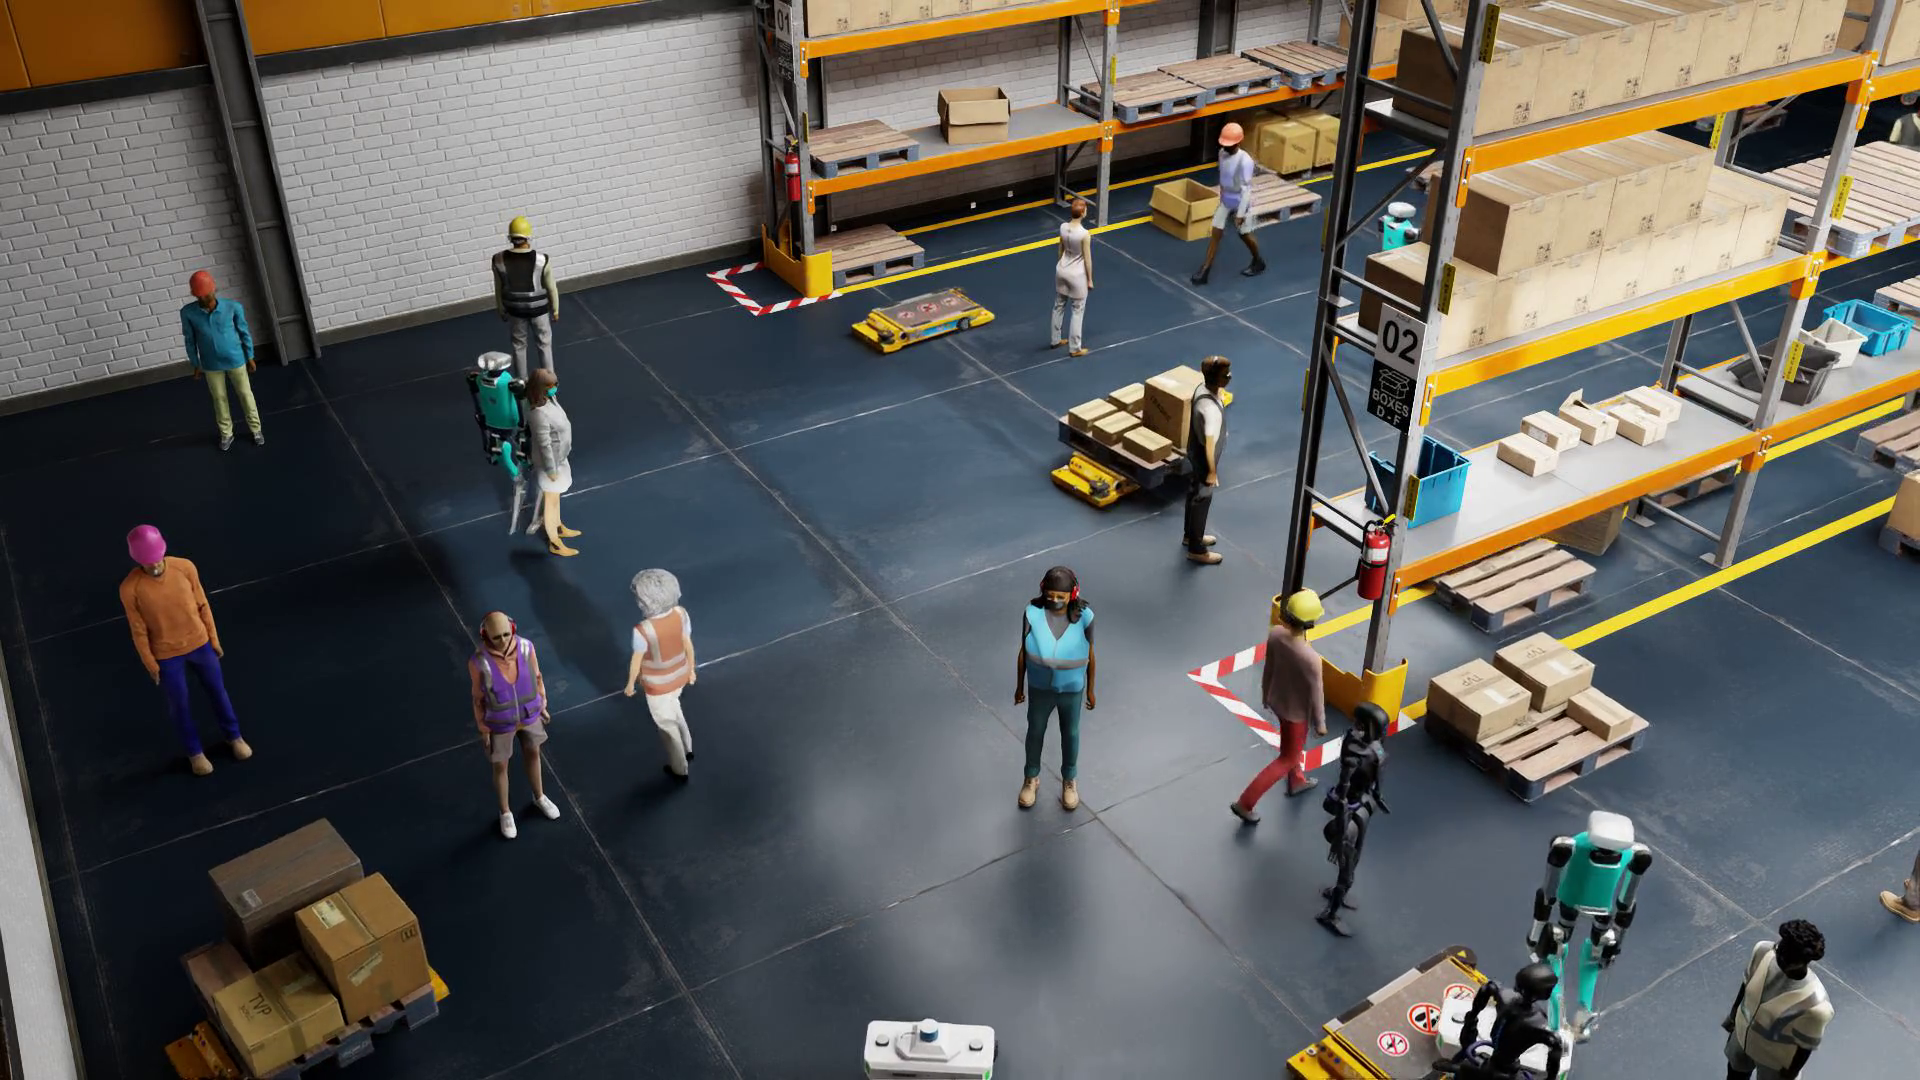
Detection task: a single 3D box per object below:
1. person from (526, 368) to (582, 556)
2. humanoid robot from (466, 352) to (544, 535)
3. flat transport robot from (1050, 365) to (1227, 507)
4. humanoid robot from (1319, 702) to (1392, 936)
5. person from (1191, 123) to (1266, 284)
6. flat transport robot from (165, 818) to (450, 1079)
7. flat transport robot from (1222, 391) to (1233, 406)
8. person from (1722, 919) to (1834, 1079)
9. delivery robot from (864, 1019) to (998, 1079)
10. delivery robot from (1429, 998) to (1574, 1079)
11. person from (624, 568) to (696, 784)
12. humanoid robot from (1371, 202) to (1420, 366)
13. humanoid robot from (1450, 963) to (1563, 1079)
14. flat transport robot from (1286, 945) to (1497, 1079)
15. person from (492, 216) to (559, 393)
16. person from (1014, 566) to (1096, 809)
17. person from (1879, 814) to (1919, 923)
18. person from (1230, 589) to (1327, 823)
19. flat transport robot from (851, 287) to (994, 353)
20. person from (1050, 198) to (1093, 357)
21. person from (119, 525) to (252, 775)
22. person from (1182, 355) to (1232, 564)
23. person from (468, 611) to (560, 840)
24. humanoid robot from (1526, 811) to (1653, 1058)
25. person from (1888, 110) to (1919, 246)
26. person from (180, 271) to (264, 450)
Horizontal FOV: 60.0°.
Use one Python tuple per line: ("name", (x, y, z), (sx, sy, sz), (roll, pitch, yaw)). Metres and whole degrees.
("person", (-3.376, -0.665, 13.830), (0.339, 1.663, 0.486), (-3, 32, -4))
("humanoid robot", (-3.688, -0.814, 14.040), (0.538, 1.846, 0.699), (11, 34, 17))
("flat transport robot", (1.579, -0.720, 15.232), (1.431, 0.231, 0.659), (-23, 39, -32))
("humanoid robot", (2.416, 1.656, 10.118), (0.335, 1.658, 0.596), (23, 39, 32))
("person", (3.075, -3.788, 18.617), (1.007, 1.880, 0.591), (-20, 37, -28))
("flat transport robot", (-3.788, 2.766, 9.672), (1.431, 0.231, 0.659), (-25, 40, -34))
("flat transport robot", (1.986, -1.254, 16.083), (0.659, 0.231, 1.431), (23, 39, 32))
("person", (4.164, 2.603, 8.591), (0.320, 1.693, 0.532), (-9, 33, -13))
("delivery robot", (-0.139, 2.902, 9.203), (0.796, 0.612, 0.499), (2, 32, 3))
("delivery robot", (3.011, 2.845, 9.265), (0.774, 0.581, 0.499), (12, 34, 19))
("person", (-2.034, 0.925, 11.281), (0.443, 1.670, 0.442), (23, 39, 32))
("humanoid robot", (4.644, -2.626, 16.905), (0.939, 1.778, 0.552), (-16, 35, -23))
("humanoid robot", (2.728, 2.741, 8.414), (0.605, 1.633, 0.608), (-19, 37, -28))
("flat transport robot", (2.618, 2.859, 9.524), (1.431, 0.231, 0.659), (-21, 38, -29))
("person", (-4.212, -2.275, 16.258), (0.598, 1.817, 0.403), (-3, 32, -4))
("person", (0.634, 0.970, 11.033), (0.542, 1.865, 0.375), (3, 32, 5))
("person", (6.067, 1.571, 10.167), (0.455, 1.768, 0.340), (-19, 37, -27))
("person", (2.149, 1.092, 10.957), (0.773, 1.734, 0.534), (-11, 34, -17))
("flat transport robot", (-0.397, -2.375, 17.871), (1.431, 0.231, 0.659), (-21, 38, -29))
("person", (1.160, -2.697, 17.085), (0.291, 1.651, 0.436), (-26, 40, -35))
("person", (-5.312, 0.733, 11.319), (0.515, 1.972, 0.404), (-25, 40, -34))
("person", (2.036, -0.674, 13.677), (0.346, 1.846, 0.506), (0, 32, 0))
("person", (-2.918, 1.173, 10.870), (0.484, 1.694, 0.349), (-20, 37, -29))
("humanoid robot", (3.373, 2.376, 8.983), (0.547, 1.818, 0.889), (4, 32, 6))
("person", (11.179, -4.445, 19.719), (0.619, 1.807, 0.626), (-3, 32, -5))
("person", (-6.803, -1.664, 15.338), (0.573, 1.749, 0.333), (-10, 33, -15))
